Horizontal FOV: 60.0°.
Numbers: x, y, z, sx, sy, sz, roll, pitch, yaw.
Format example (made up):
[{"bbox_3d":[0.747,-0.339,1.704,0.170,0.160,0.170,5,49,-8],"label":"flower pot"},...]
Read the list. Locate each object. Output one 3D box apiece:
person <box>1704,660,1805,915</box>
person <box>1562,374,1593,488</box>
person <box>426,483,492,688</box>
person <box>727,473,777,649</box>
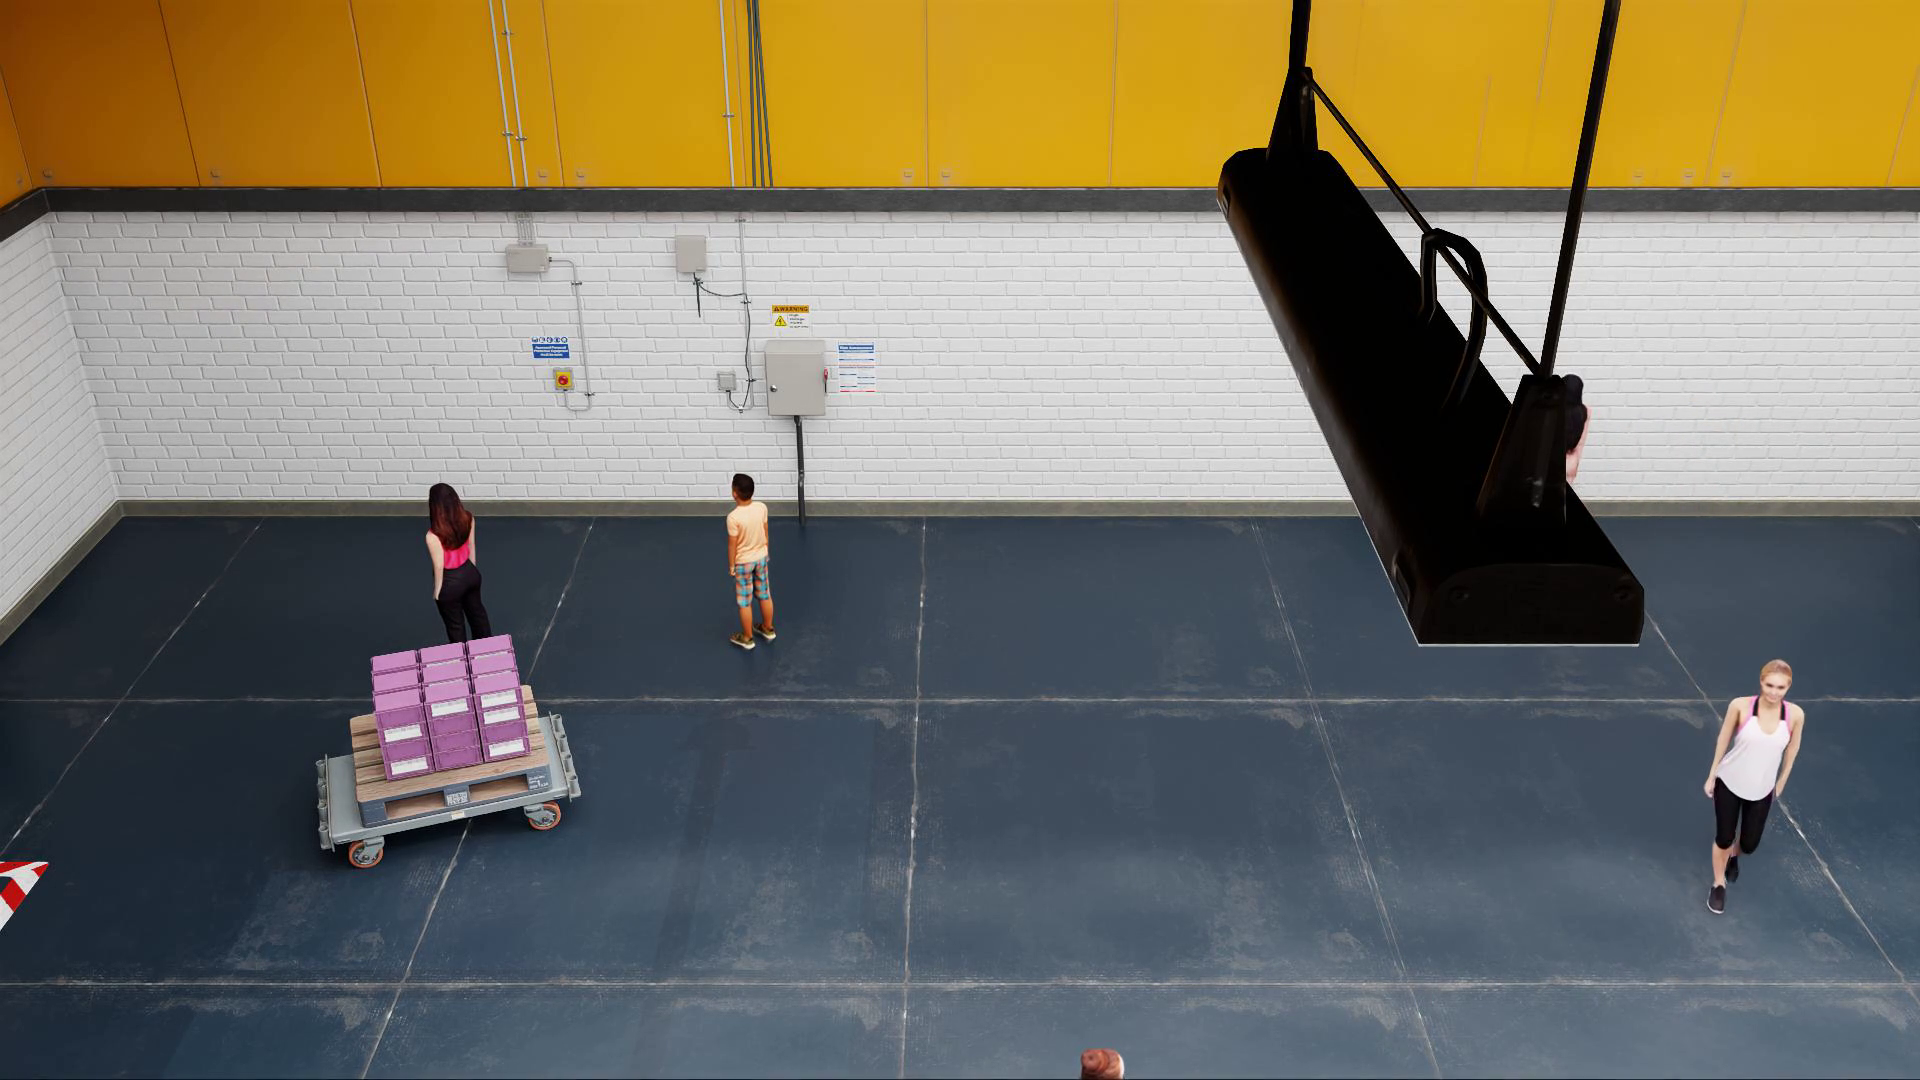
[{"bbox_3d":[4.810,1.463,10.203,0.750,1.774,0.818,11,30,19],"label":"person"},{"bbox_3d":[5.036,-0.598,14.038,0.671,1.720,0.625,-7,29,-13],"label":"person"},{"bbox_3d":[-3.762,0.317,12.423,0.715,1.660,0.600,15,32,25],"label":"person"},{"bbox_3d":[-1.627,0.150,12.941,0.591,1.458,0.639,-21,35,-34],"label":"person"}]
